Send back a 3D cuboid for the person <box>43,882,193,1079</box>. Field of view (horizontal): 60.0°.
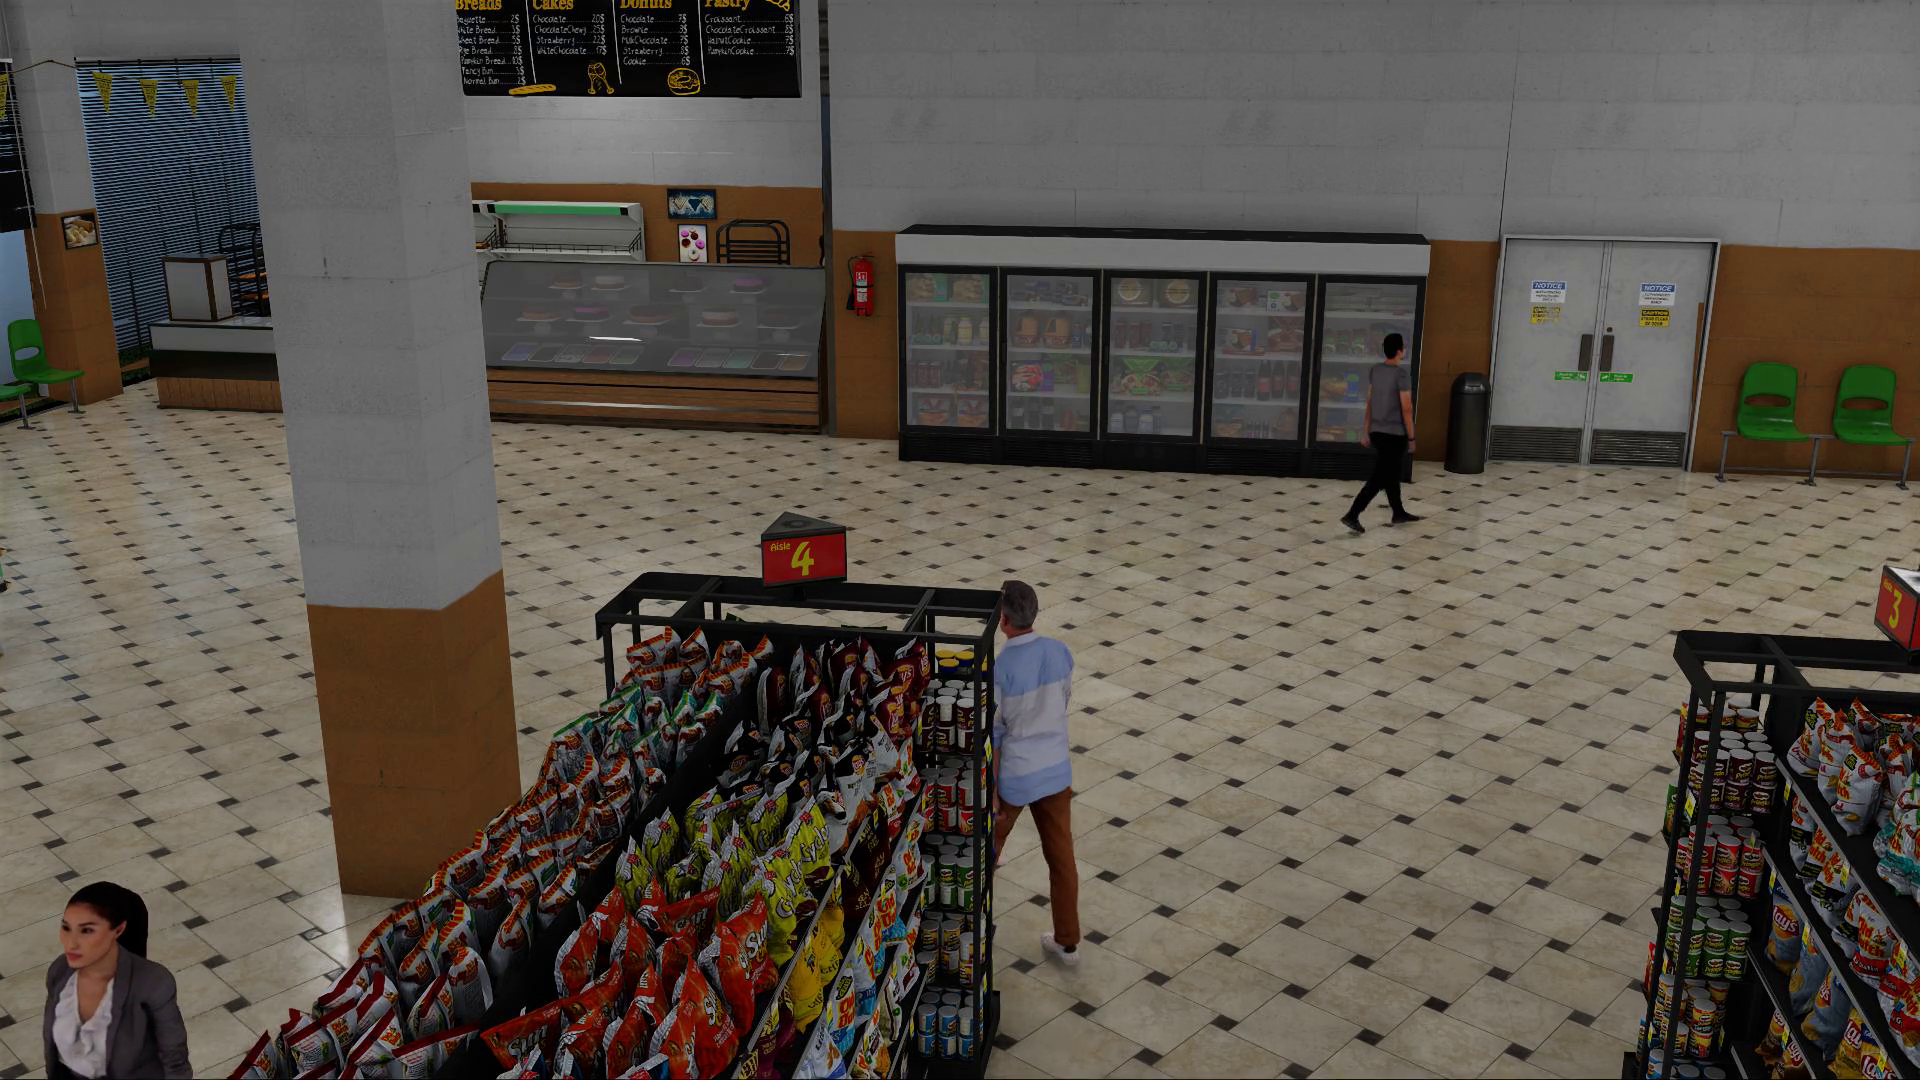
[{"bbox_3d":[-2.665,1.841,5.448,0.701,1.654,1.053,5,18,17],"label":"person"}]

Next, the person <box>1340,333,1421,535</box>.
[{"bbox_3d":[3.622,-0.886,14.311,1.116,1.723,1.182,-7,18,-23],"label":"person"}]

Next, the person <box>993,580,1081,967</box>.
[{"bbox_3d":[0.369,1.110,7.638,1.113,1.782,1.236,-8,19,-26],"label":"person"}]
